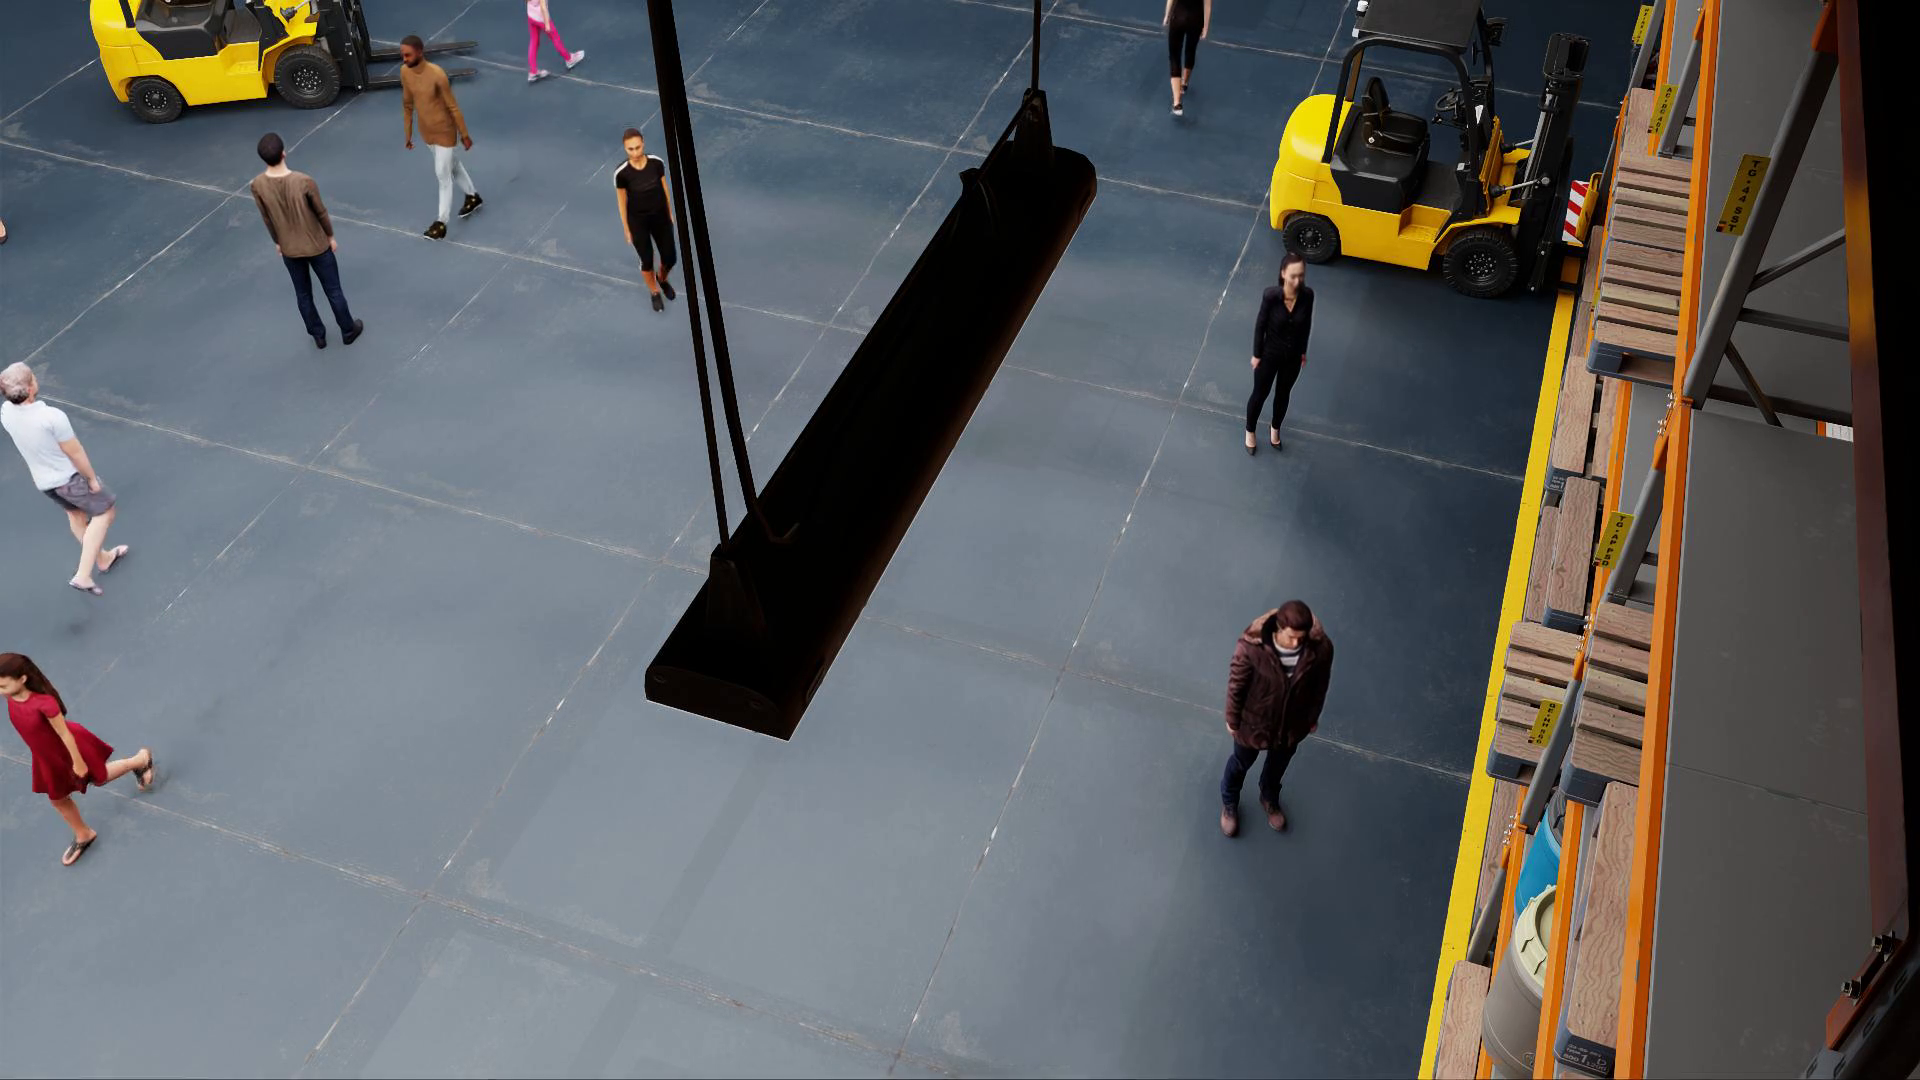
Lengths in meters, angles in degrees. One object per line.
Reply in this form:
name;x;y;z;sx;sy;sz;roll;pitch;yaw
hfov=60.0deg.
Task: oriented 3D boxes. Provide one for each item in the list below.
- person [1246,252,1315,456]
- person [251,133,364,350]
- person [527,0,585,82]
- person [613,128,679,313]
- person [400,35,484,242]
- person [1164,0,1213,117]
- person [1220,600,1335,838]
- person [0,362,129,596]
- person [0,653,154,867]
person;2.328;-1.340;12.156;0.648;1.710;0.659;-8;44;-8
person;-5.159;-2.336;13.071;0.739;1.888;0.736;-5;44;-5
person;-4.223;-5.155;16.497;0.703;1.244;0.934;31;52;28
person;-2.572;-2.649;13.568;0.721;1.657;0.779;-18;46;-18
person;-4.469;-3.577;14.452;0.715;1.782;1.132;17;46;17
person;2.154;-4.880;15.883;0.835;1.695;1.192;1;44;1
person;1.796;1.004;9.597;0.867;1.846;0.861;-5;44;-5
person;-6.010;-0.364;11.053;0.702;1.817;0.909;9;44;9
person;-5.171;1.159;9.669;0.576;1.521;1.001;12;45;12
